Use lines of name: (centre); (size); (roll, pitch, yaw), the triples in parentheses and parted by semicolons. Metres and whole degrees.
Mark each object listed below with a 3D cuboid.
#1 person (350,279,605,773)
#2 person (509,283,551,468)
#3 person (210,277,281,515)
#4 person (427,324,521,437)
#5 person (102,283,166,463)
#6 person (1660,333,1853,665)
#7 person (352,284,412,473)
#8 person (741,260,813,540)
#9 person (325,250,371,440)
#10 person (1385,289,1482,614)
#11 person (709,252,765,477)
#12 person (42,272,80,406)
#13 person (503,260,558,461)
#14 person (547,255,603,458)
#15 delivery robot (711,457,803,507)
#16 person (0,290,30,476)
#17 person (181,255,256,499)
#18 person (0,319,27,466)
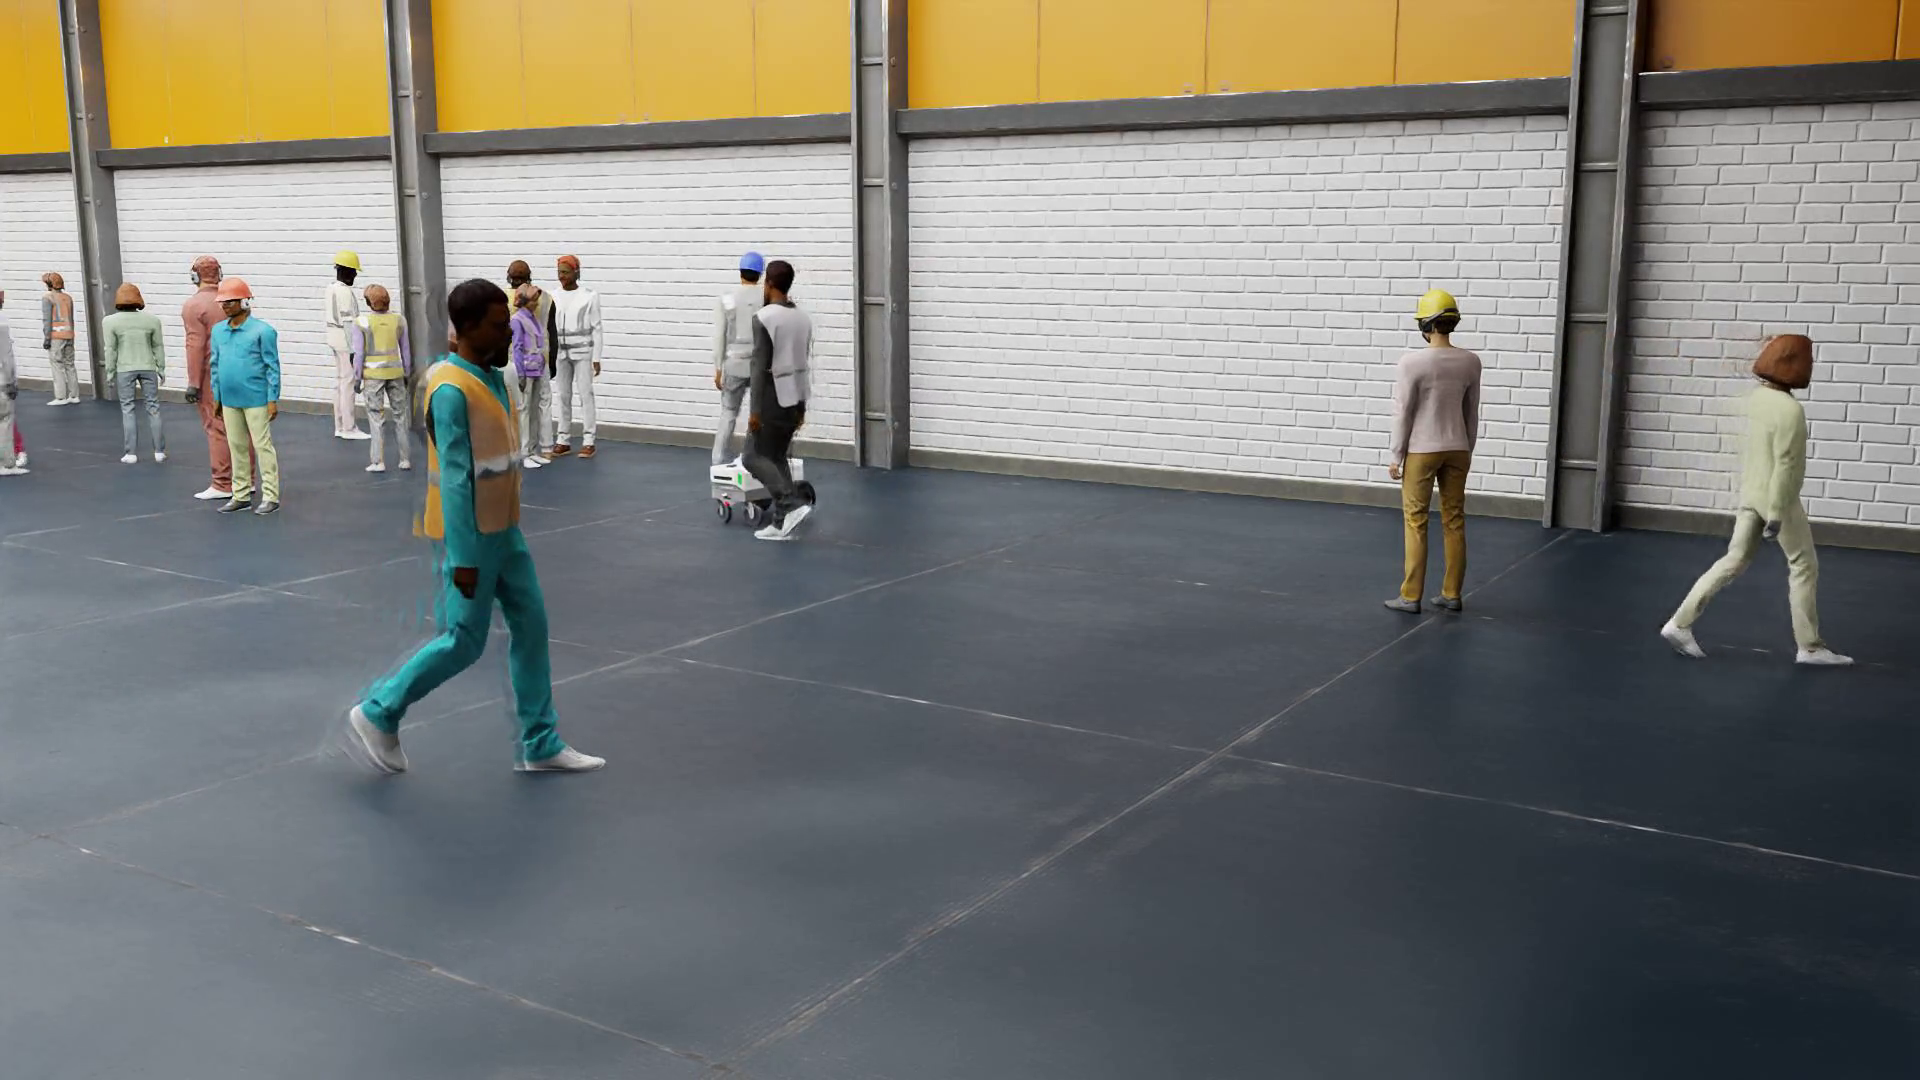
person: (-1.840, -0.027, 6.209); (0.876, 1.890, 0.602); (1, 10, 3)
person: (-3.859, -1.466, 14.865); (0.309, 1.639, 0.522); (1, 10, 4)
person: (-5.300, -1.059, 12.296); (0.576, 1.749, 0.334); (3, 11, 16)
person: (-2.730, -0.476, 9.396); (0.501, 1.632, 0.280); (-3, 11, -17)
person: (-7.515, -1.518, 15.170); (0.507, 1.633, 0.275); (-8, 13, -37)
person: (3.829, -0.192, 7.931); (0.841, 1.592, 0.497); (0, 10, 0)
person: (-5.040, -1.407, 14.528); (0.522, 1.643, 0.309); (-9, 14, -42)
person: (-1.221, -0.919, 11.110); (0.455, 1.886, 0.613); (5, 11, 26)
person: (-6.223, -1.976, 16.920); (0.381, 1.915, 0.595); (-7, 12, -33)
person: (2.566, -0.474, 9.046); (0.524, 1.759, 0.338); (-3, 11, -18)
person: (-1.810, -1.456, 14.034); (0.673, 1.921, 0.469); (-3, 11, -15)
person: (-11.060, -2.468, 20.444); (0.317, 1.631, 0.525); (1, 10, 6)
person: (-3.961, -1.610, 15.104); (0.621, 1.845, 0.429); (-5, 11, -26)
person: (-3.608, -1.703, 15.504); (0.575, 1.883, 0.362); (3, 11, 15)
delivery robot: (-1.467, -0.459, 12.030); (0.477, 0.478, 0.707); (8, 13, 37)
person: (-8.284, -1.334, 14.176); (0.529, 1.623, 0.452); (6, 12, 31)
person: (-5.838, -1.269, 13.048); (0.400, 1.905, 0.643); (3, 11, 18)
person: (-8.703, -1.444, 14.859); (0.580, 1.617, 0.356); (0, 10, 1)
